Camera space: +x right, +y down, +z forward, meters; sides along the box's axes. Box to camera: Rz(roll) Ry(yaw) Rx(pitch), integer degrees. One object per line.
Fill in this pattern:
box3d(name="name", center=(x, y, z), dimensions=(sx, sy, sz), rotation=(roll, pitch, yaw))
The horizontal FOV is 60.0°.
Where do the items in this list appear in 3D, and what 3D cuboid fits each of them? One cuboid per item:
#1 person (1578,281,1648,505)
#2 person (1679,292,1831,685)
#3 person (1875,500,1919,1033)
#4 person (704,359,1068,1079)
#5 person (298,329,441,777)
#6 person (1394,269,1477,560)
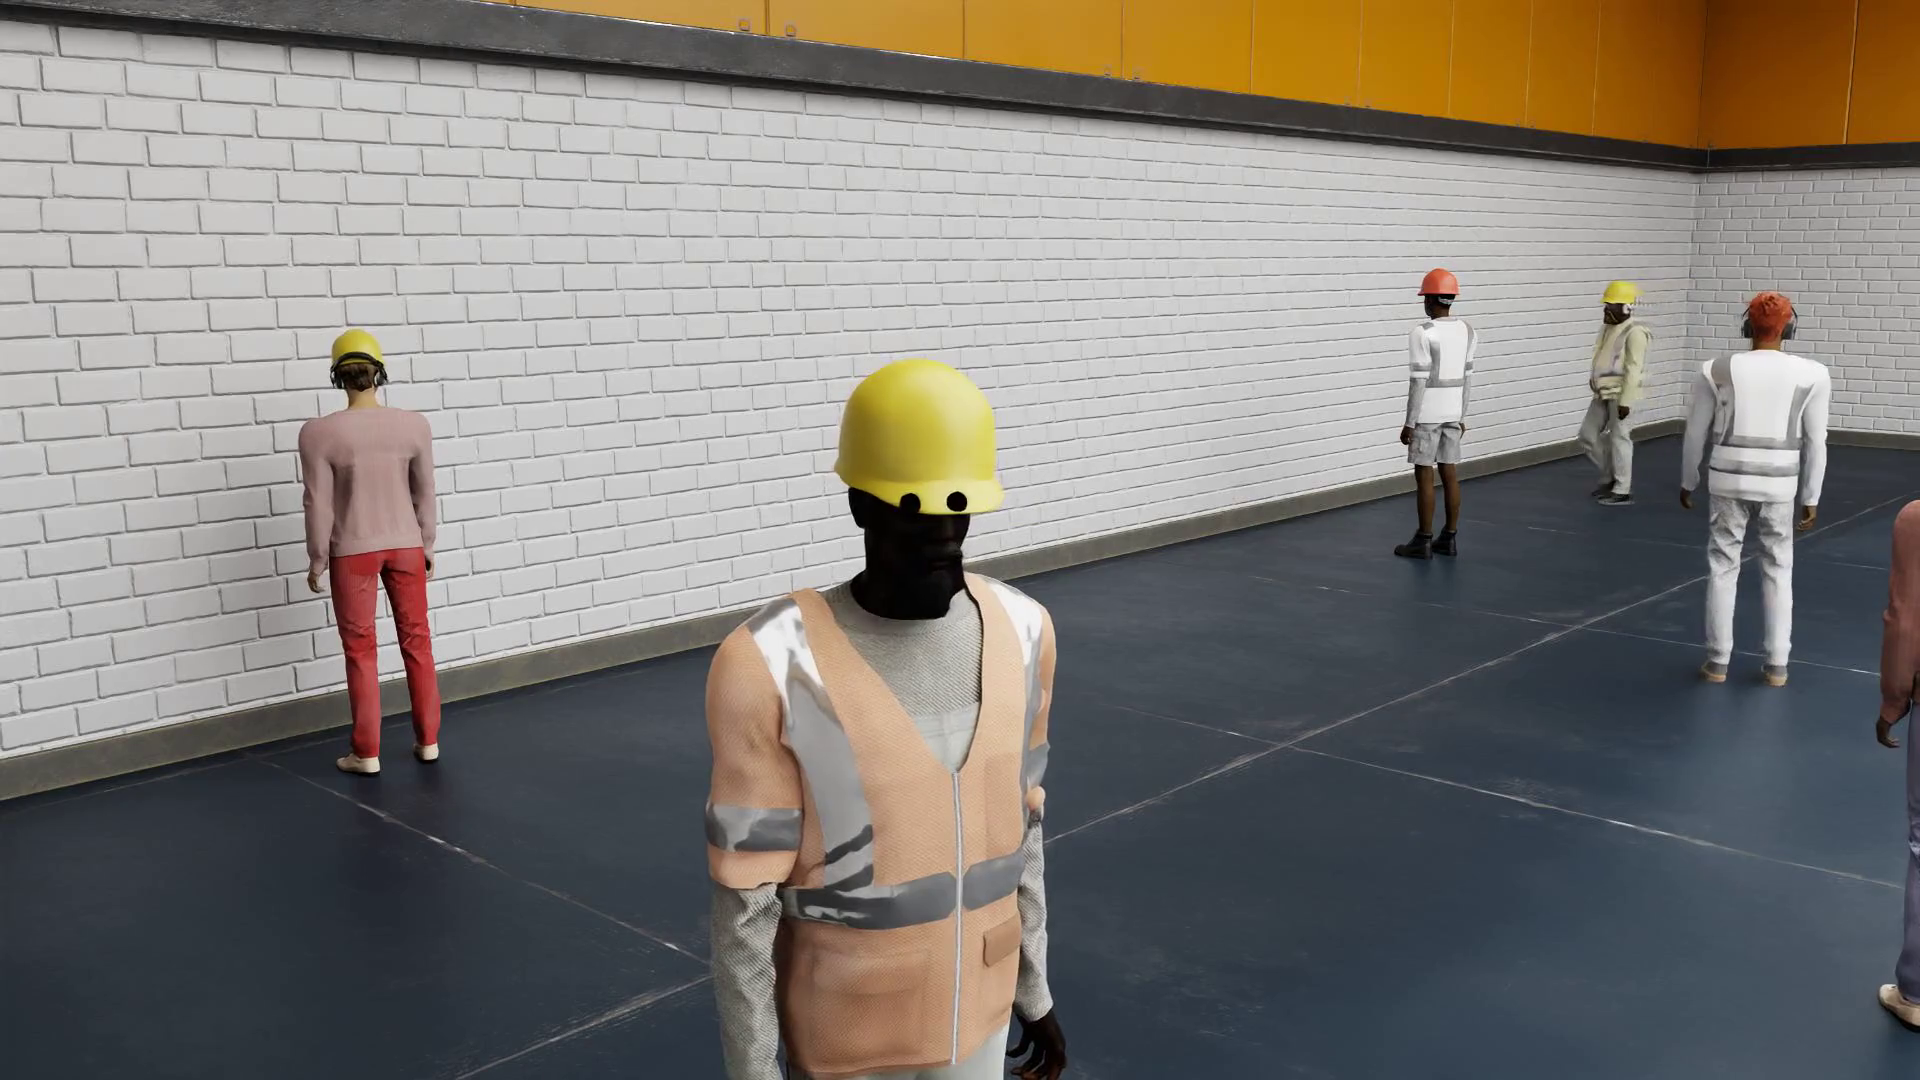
box3d(name="person", center=(5.274, -1.175, 13.405), dimensions=(0.429, 1.811, 0.618), rotation=(-1, 10, -7))
box3d(name="person", center=(3.762, -0.236, 7.912), dimensions=(0.605, 1.877, 0.415), rotation=(4, 11, 21))
box3d(name="person", center=(2.688, 0.442, 4.356), dimensions=(0.526, 1.765, 0.329), rotation=(4, 11, 23))
box3d(name="person", center=(-0.076, 0.696, 2.450), dimensions=(0.594, 1.922, 0.385), rotation=(-7, 12, -37))
box3d(name="person", center=(-2.326, 0.055, 6.573), dimensions=(0.526, 1.761, 0.337), rotation=(-8, 13, -38))
box3d(name="person", center=(3.172, -0.838, 11.144), dimensions=(0.552, 1.937, 0.356), rotation=(-6, 12, -30))
